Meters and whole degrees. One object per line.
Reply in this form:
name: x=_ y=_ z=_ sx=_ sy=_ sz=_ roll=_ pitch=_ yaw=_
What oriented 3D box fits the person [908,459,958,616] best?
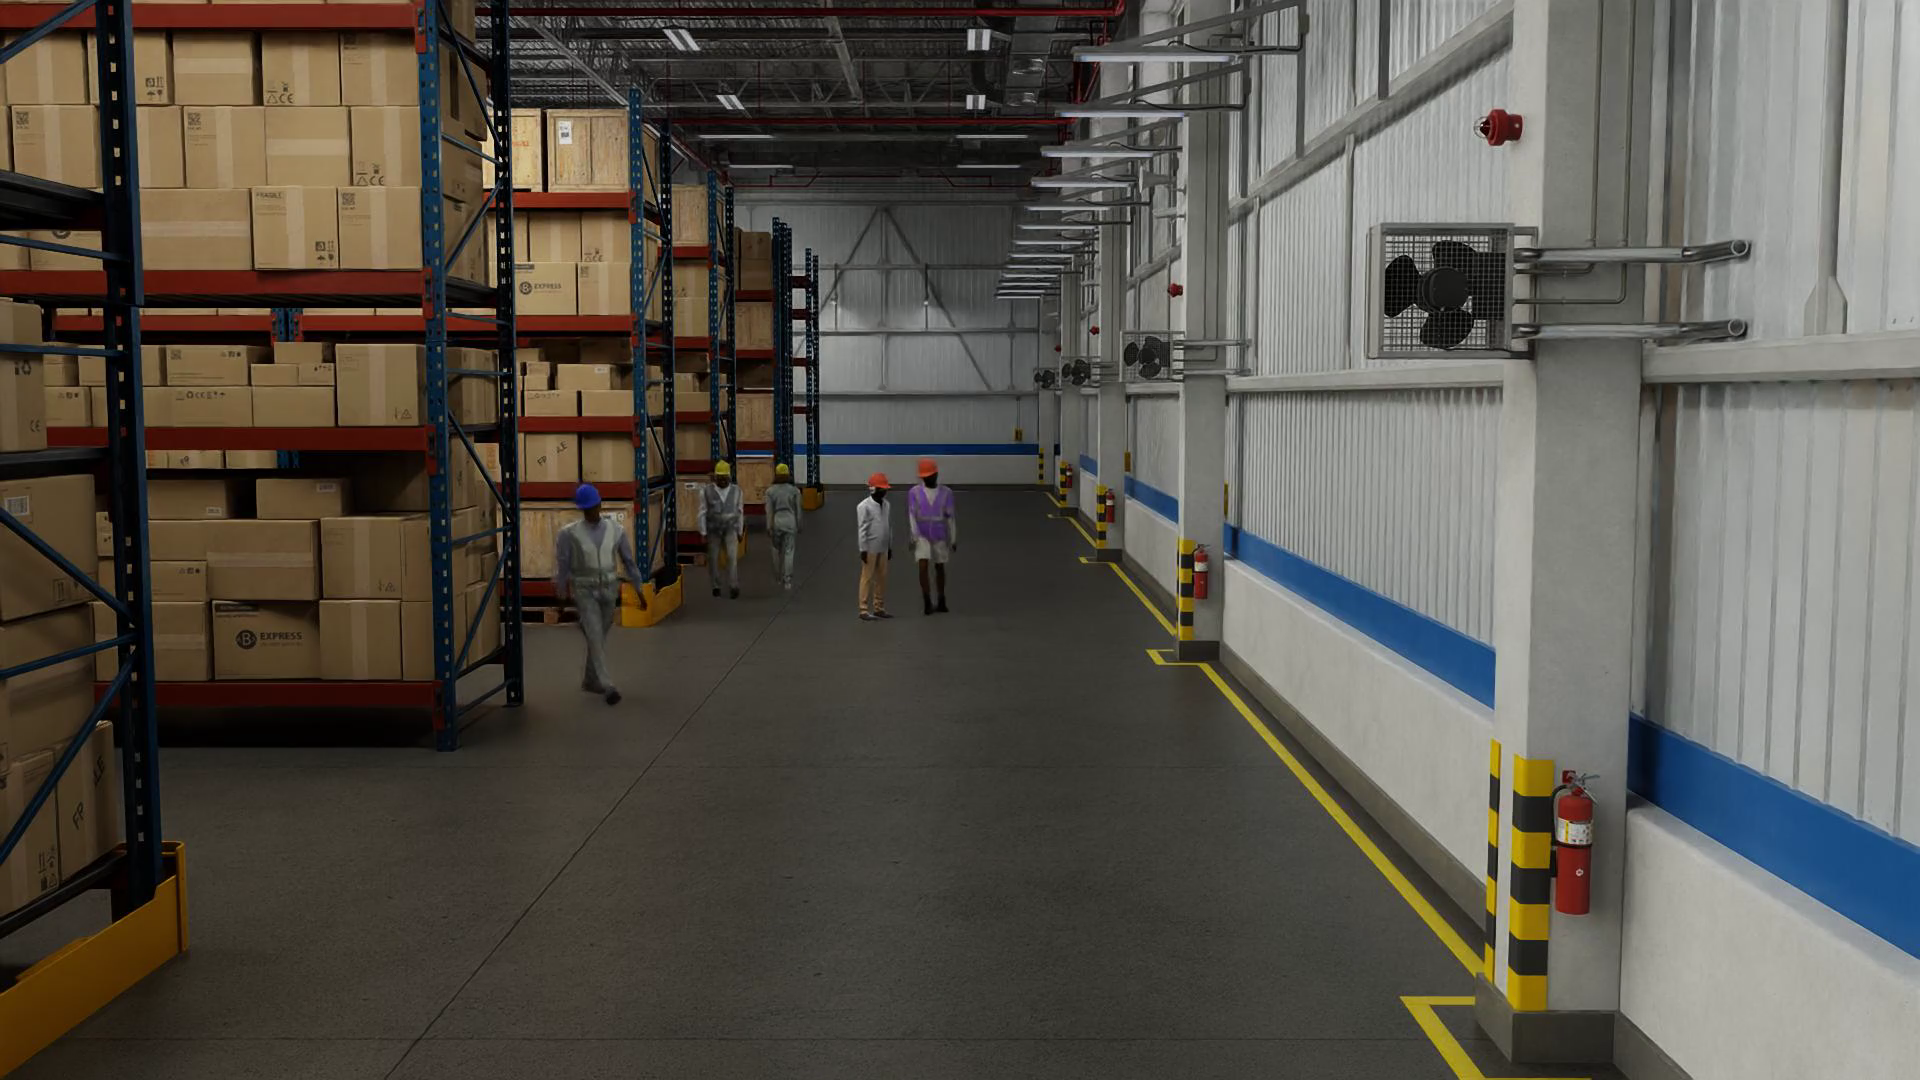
person: x=-0.335 y=-0.029 z=19.991 sx=0.619 sy=1.881 sz=0.842 roll=0 pitch=5 yaw=-1

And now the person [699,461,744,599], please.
person: x=-3.073 y=-0.117 z=21.552 sx=0.616 sy=1.786 sz=0.925 roll=-1 pitch=5 yaw=-16

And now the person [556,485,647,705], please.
person: x=-3.091 y=0.461 z=14.364 sx=0.723 sy=1.878 sz=1.035 roll=-3 pitch=6 yaw=-29

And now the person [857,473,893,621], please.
person: x=-0.971 y=0.078 z=19.562 sx=0.351 sy=1.743 sz=0.573 roll=4 pitch=6 yaw=37

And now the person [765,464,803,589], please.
person: x=-2.415 y=-0.187 z=22.905 sx=0.502 sy=1.694 sz=0.906 roll=0 pitch=5 yaw=-2
